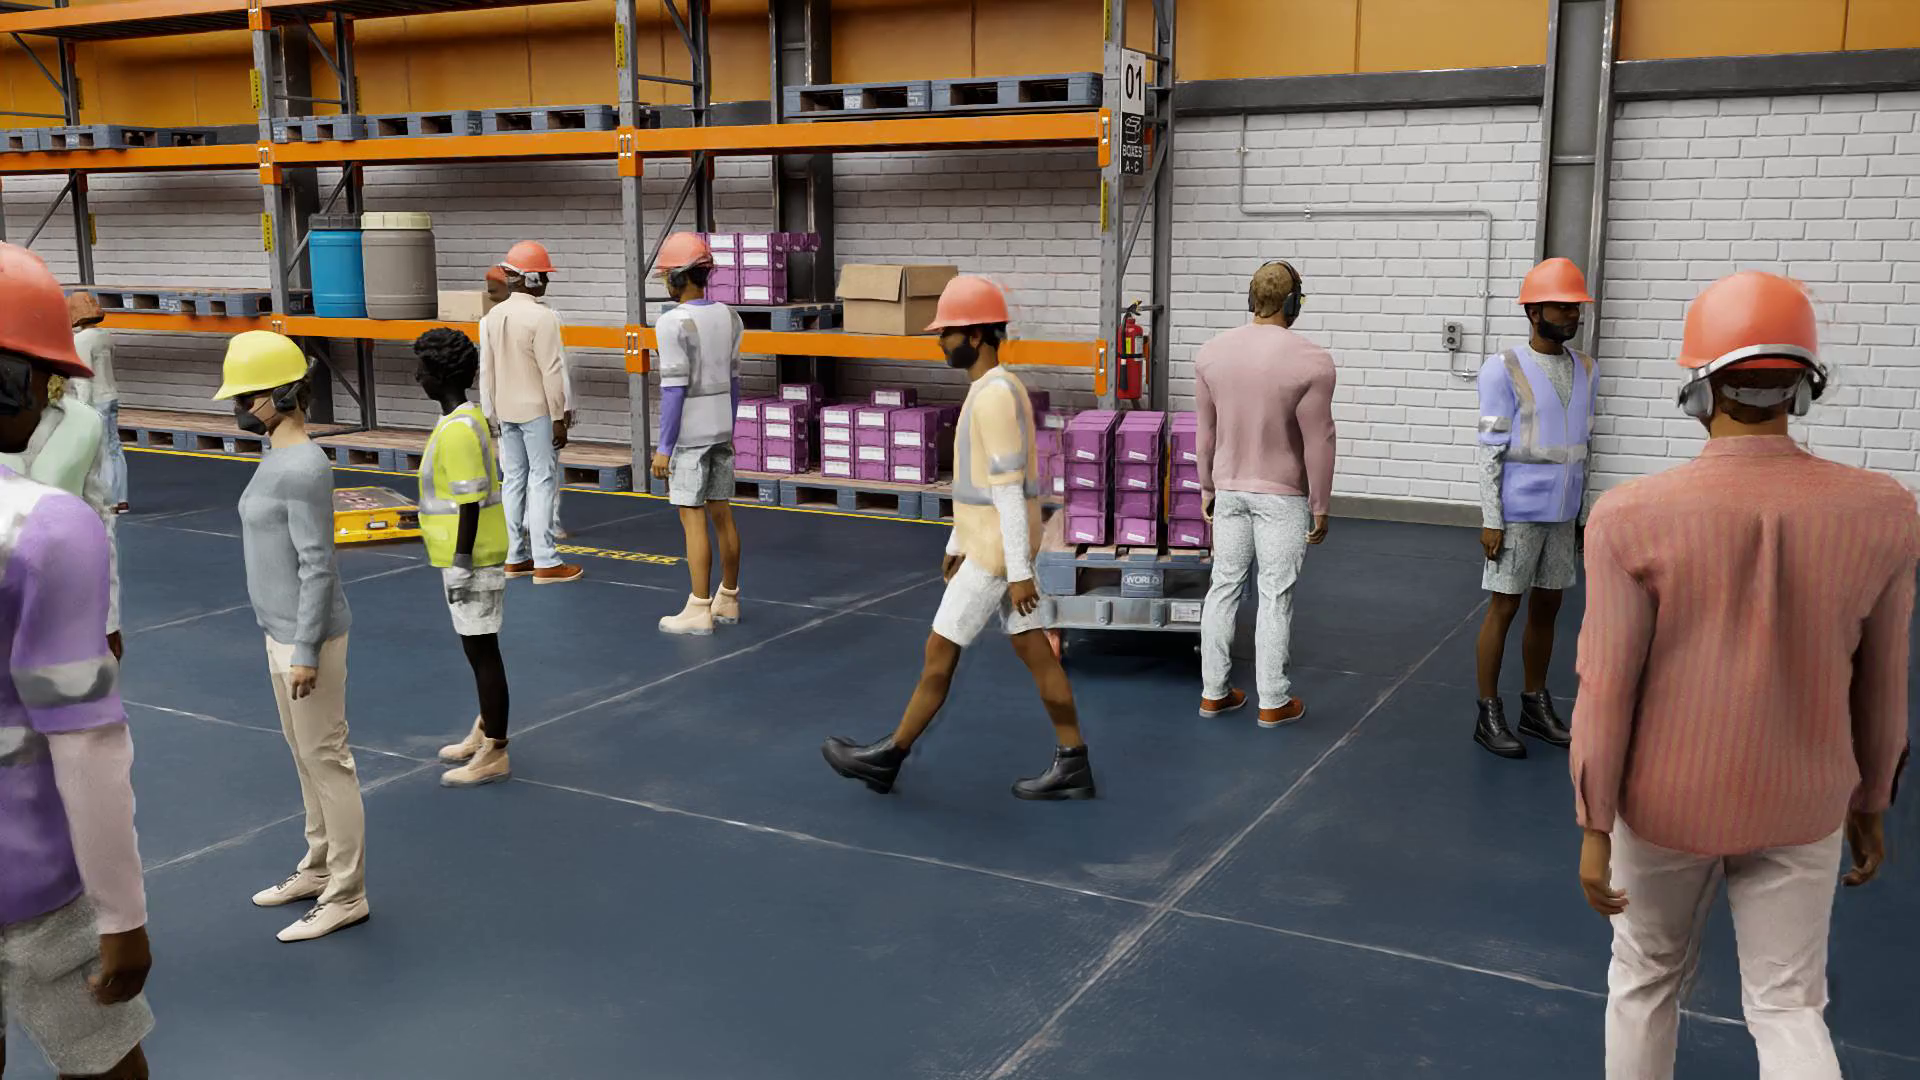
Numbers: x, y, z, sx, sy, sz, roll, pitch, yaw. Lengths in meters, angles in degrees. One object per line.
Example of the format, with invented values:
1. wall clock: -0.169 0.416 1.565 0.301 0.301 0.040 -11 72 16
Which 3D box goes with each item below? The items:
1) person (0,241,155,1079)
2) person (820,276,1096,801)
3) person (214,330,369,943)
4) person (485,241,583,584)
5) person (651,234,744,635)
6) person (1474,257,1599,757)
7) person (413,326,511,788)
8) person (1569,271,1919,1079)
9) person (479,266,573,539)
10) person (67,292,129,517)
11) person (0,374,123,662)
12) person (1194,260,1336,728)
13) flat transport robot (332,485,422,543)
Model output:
1. person: -1.594 0.526 2.762 0.626 2.022 0.436 3 11 15
2. person: 0.027 0.019 5.909 1.017 1.876 0.555 1 10 6
3. person: -1.939 0.276 4.829 0.319 1.763 0.522 -6 12 -32
4. person: -2.515 -0.743 9.770 0.625 1.992 0.388 8 13 39
5. person: -1.362 -0.532 8.503 0.392 2.037 0.605 6 12 28
6. person: 2.271 -0.123 6.520 0.545 1.942 0.352 -5 11 -24
7. person: -1.833 0.062 6.167 0.322 1.699 0.536 -3 11 -15
8. person: 1.455 0.492 3.095 0.624 1.969 0.897 2 10 9
9. person: -2.854 -0.902 11.059 0.619 1.855 0.495 2 10 8
10. person: -6.242 -0.970 12.007 0.285 1.632 0.499 -1 10 -4
11. person: -2.747 0.220 4.789 0.557 1.887 0.681 6 12 31
12. person: 1.253 -0.182 6.890 0.630 1.934 0.366 8 13 38
13. flat transport robot: -4.183 -0.193 11.485 0.652 0.197 1.431 -6 12 -31
